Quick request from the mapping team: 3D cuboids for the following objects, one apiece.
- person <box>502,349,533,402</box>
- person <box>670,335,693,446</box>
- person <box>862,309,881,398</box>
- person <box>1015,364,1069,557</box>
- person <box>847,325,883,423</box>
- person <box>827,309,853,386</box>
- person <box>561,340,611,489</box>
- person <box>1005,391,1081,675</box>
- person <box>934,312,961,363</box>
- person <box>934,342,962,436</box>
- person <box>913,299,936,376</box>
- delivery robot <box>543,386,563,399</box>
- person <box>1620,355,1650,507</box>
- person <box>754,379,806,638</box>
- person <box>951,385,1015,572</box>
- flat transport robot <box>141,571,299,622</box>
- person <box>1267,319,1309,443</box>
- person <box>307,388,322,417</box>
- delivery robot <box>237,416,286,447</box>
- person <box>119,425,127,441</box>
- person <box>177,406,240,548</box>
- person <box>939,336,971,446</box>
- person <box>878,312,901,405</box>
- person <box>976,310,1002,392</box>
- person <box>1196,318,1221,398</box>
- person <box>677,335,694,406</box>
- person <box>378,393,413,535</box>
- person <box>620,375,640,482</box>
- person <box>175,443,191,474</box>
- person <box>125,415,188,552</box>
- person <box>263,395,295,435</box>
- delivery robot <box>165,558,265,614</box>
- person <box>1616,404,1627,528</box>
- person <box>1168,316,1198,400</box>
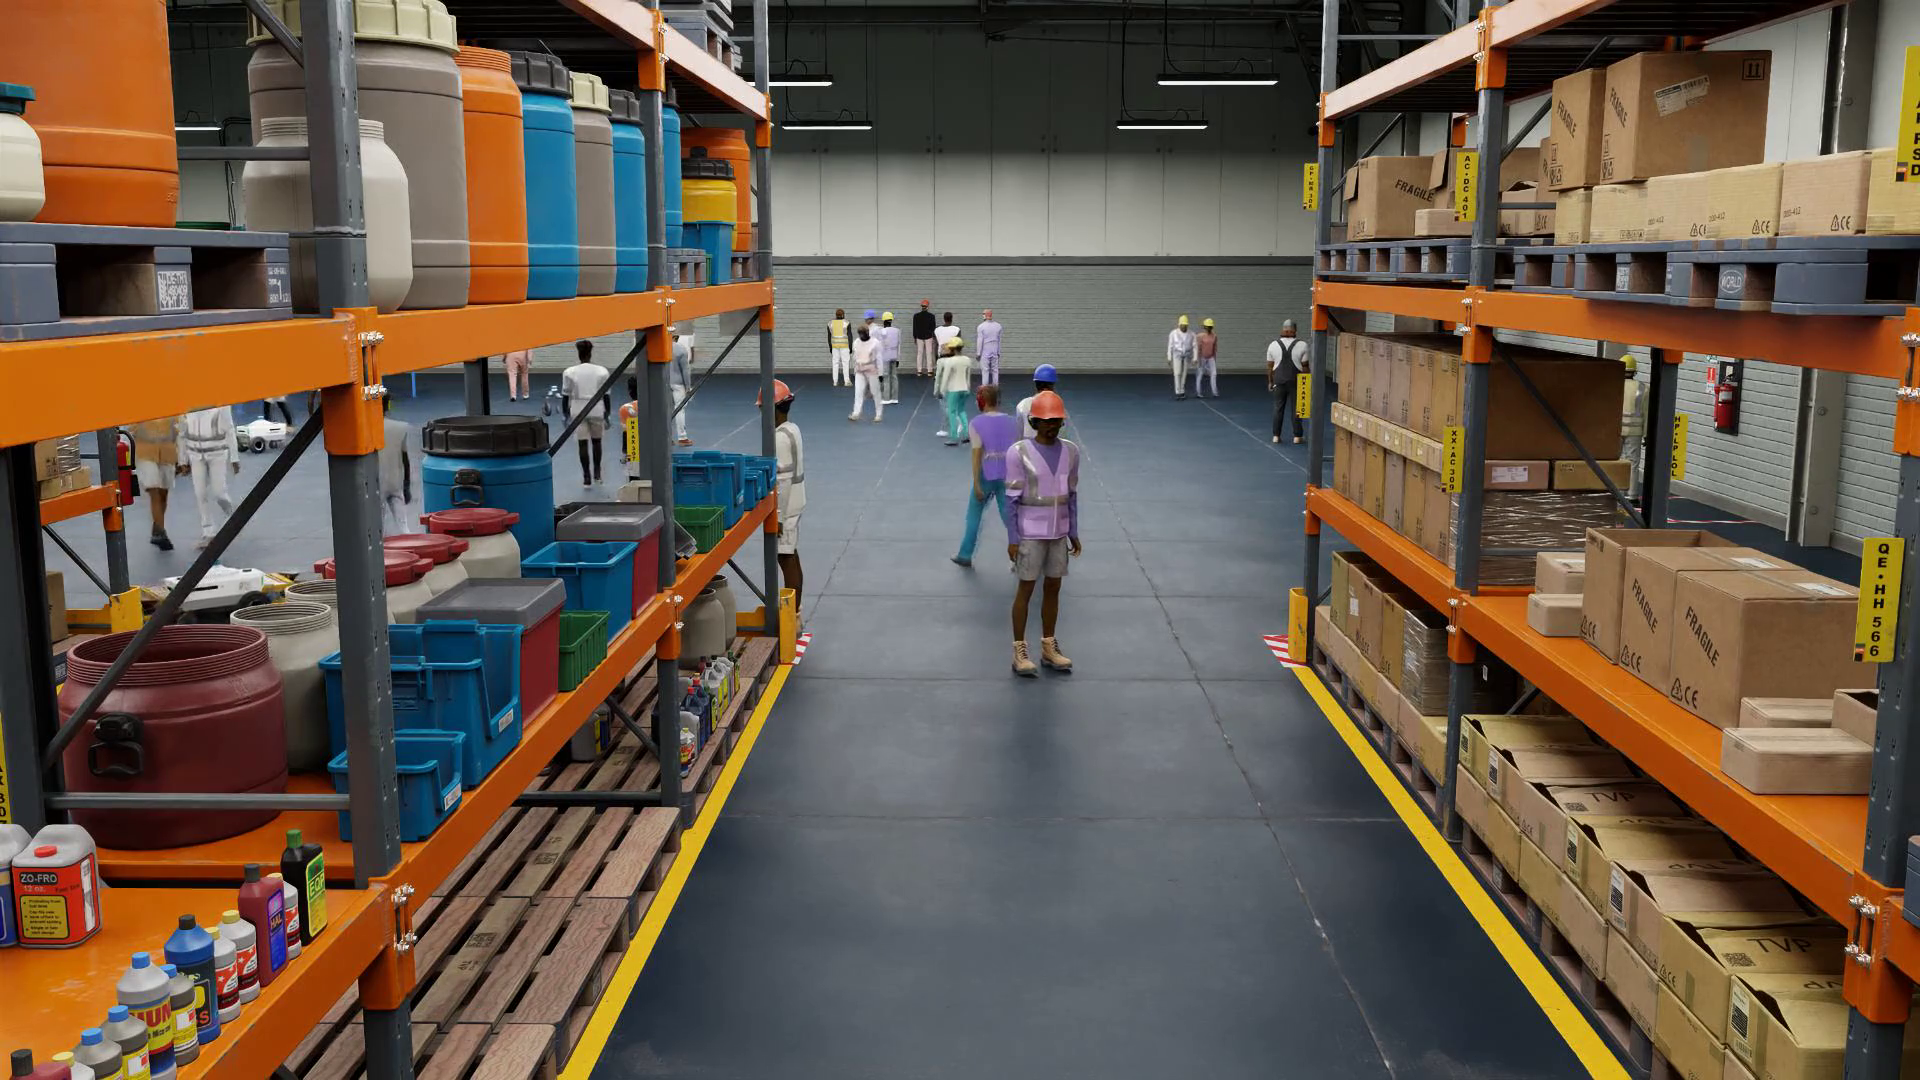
[{"bbox_3d":[-9.501,-3.920,35.694,0.652,1.861,0.999,-2,10,-11],"label":"person"},{"bbox_3d":[-4.622,-2.489,26.859,0.627,1.940,0.371,4,10,22],"label":"person"},{"bbox_3d":[-1.987,-4.066,36.354,0.510,1.928,0.608,-6,11,-32],"label":"person"},{"bbox_3d":[0.829,-0.775,16.566,0.618,1.944,0.397,9,13,43],"label":"person"},{"bbox_3d":[-1.744,-3.068,30.765,0.717,1.779,0.964,5,11,28],"label":"person"},{"bbox_3d":[-2.861,-4.628,39.967,0.624,1.844,0.429,3,10,16],"label":"person"},{"bbox_3d":[-4.941,-1.672,21.951,0.634,1.929,0.861,-3,10,-18],"label":"person"},{"bbox_3d":[0.618,-0.056,11.971,0.611,2.042,0.394,-5,11,-29],"label":"person"},{"bbox_3d":[-0.259,-3.890,35.353,0.595,1.909,0.432,3,10,19],"label":"person"},{"bbox_3d":[-0.173,-2.550,28.185,0.653,1.614,0.501,8,12,40],"label":"person"},{"bbox_3d":[-0.917,-5.287,43.450,0.623,1.992,0.396,3,10,15],"label":"person"},{"bbox_3d":[-7.903,-2.879,32.400,0.335,0.223,0.698,-5,11,-29],"label":"delivery robot"},{"bbox_3d":[8.067,-1.321,20.179,0.588,1.834,0.404,5,11,26],"label":"person"},{"bbox_3d":[-1.420,-0.246,13.130,0.394,2.038,0.605,0,9,2],"label":"person"},{"bbox_3d":[0.326,-0.596,15.998,0.574,1.791,0.999,-7,12,-38],"label":"person"},{"bbox_3d":[-6.320,0.473,14.231,1.431,0.197,0.652,-7,12,-38],"label":"flat transport robot"},{"bbox_3d":[5.415,-2.607,27.387,0.691,2.000,0.536,3,10,19],"label":"person"},{"bbox_3d":[-11.654,-3.039,30.165,0.549,1.934,0.374,4,10,24],"label":"person"},{"bbox_3d":[-10.985,-1.707,26.160,0.477,0.478,0.707,6,11,33],"label":"delivery robot"},{"bbox_3d":[-11.888,-1.836,23.161,0.646,1.869,0.521,1,10,4],"label":"person"},{"bbox_3d":[-7.806,-0.863,17.337,0.622,1.867,0.506,0,9,3],"label":"person"},{"bbox_3d":[-0.072,-2.402,26.860,0.549,1.762,0.356,-9,13,-43],"label":"person"},{"bbox_3d":[-1.499,-3.790,34.683,0.369,1.925,0.594,9,13,43],"label":"person"},{"bbox_3d":[0.623,-4.182,37.109,0.641,1.905,0.410,-7,12,-35],"label":"person"},{"bbox_3d":[5.405,-3.934,36.103,0.554,1.733,0.803,-4,10,-23],"label":"person"},{"bbox_3d":[-5.727,-3.700,34.376,0.536,1.853,0.558,3,10,18],"label":"person"},{"bbox_3d":[-5.165,-0.465,15.057,0.523,1.843,0.860,-8,12,-39],"label":"person"},{"bbox_3d":[-3.587,-0.991,18.607,0.317,1.695,0.540,7,12,36],"label":"person"},{"bbox_3d":[-11.080,-1.899,23.329,0.359,1.939,0.543,3,10,19],"label":"person"},{"bbox_3d":[-8.342,-0.849,17.257,0.582,1.880,1.000,-7,12,-35],"label":"person"},{"bbox_3d":[-11.825,-2.612,28.419,0.820,1.655,0.550,-3,10,-19],"label":"person"},{"bbox_3d":[-6.100,0.386,13.624,0.707,0.478,0.477,-8,13,-41],"label":"delivery robot"},{"bbox_3d":[5.252,-0.240,13.530,0.641,1.887,0.984,-9,13,-44],"label":"person"},{"bbox_3d":[4.811,-3.919,35.845,0.613,1.786,0.880,0,9,-3],"label":"person"}]
